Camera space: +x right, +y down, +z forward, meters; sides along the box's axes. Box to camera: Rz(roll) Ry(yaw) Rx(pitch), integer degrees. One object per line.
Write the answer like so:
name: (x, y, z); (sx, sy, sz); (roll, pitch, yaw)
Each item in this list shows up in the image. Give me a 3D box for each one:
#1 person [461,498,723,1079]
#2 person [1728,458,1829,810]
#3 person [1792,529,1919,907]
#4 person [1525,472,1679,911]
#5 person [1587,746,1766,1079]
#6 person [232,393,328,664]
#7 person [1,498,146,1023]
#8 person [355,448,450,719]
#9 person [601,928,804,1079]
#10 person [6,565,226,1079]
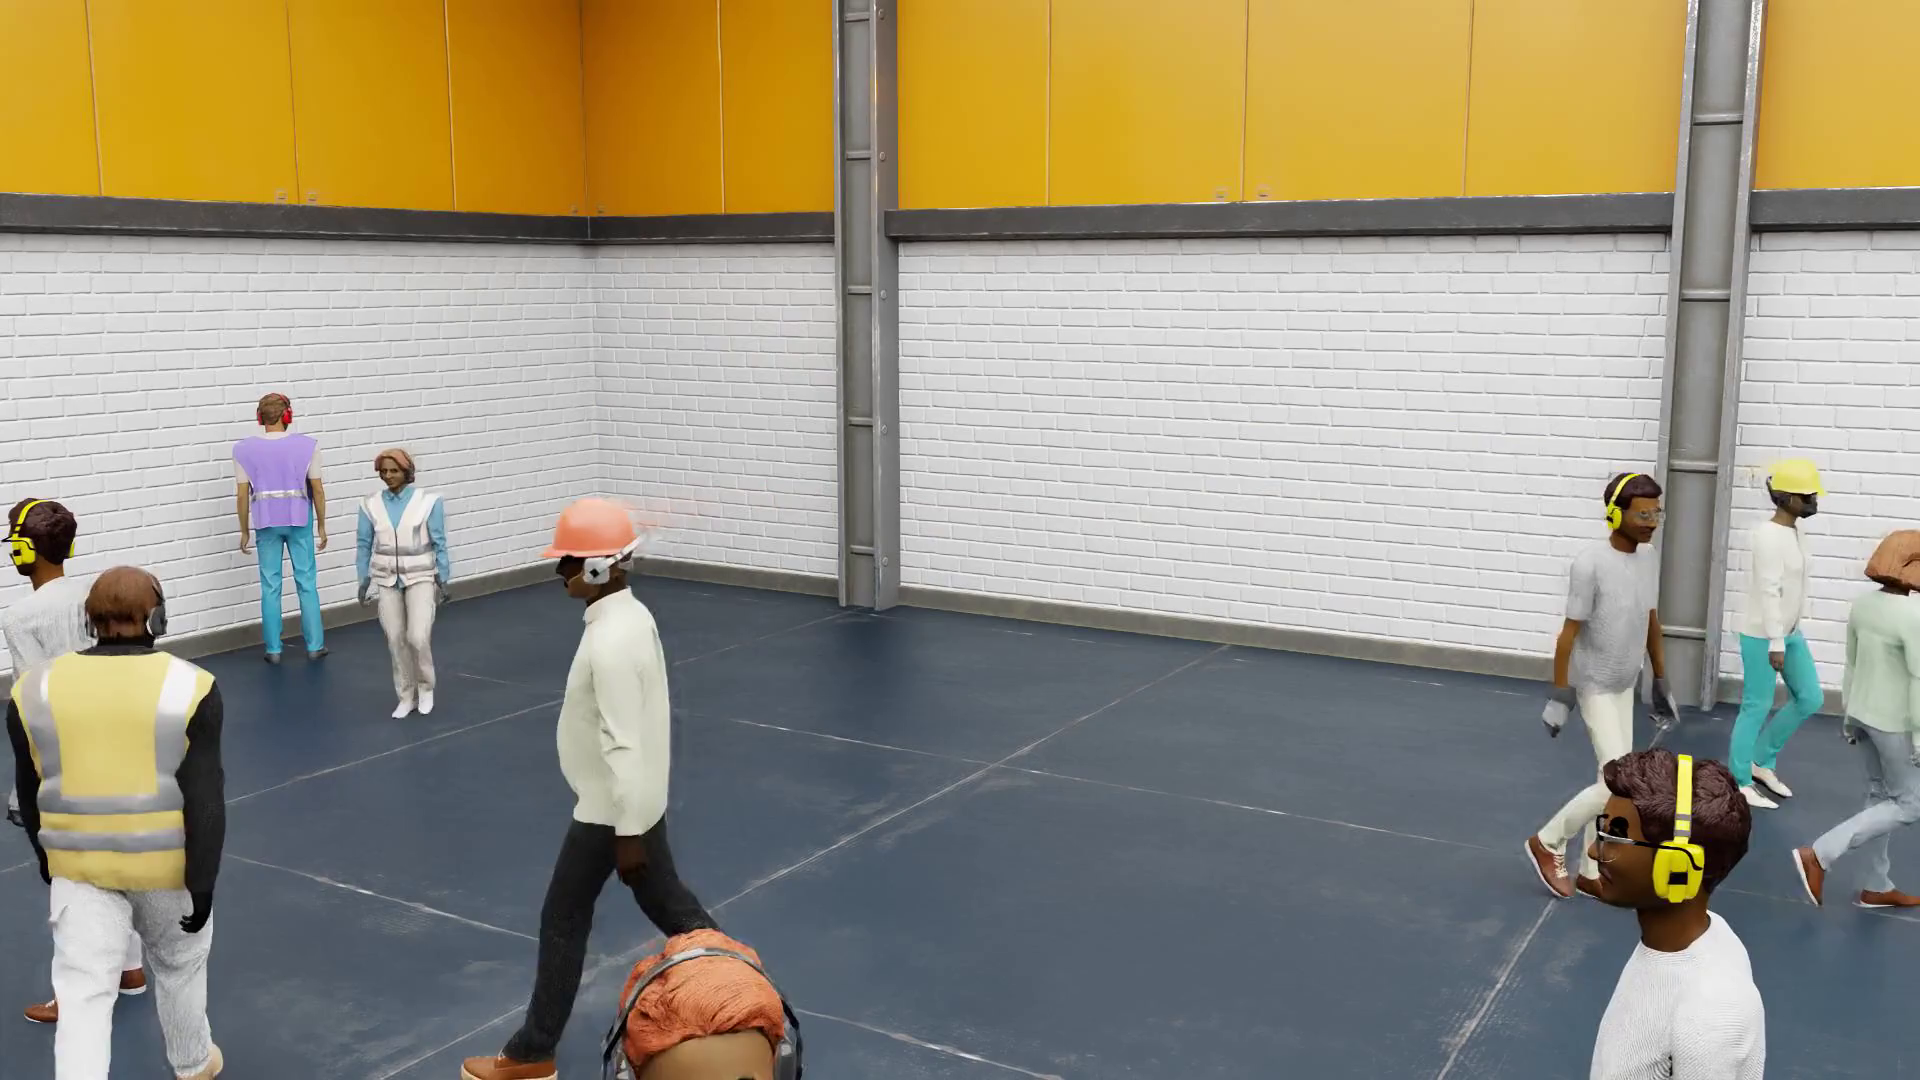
person: (-1.086, 0.820, 5.414); (1.029, 1.948, 0.639); (-1, 9, -4)
person: (4.035, 0.469, 8.211); (0.533, 1.754, 0.411); (-8, 12, -42)
person: (3.744, 0.755, 6.815); (0.528, 1.617, 0.514); (0, 9, 0)
person: (2.696, 0.631, 6.886); (0.548, 1.850, 0.407); (-7, 12, -38)
person: (1.169, 1.266, 2.851); (0.329, 1.873, 0.514); (3, 10, 17)
person: (-4.599, -0.071, 11.292); (0.563, 1.838, 0.390); (-3, 10, -19)
person: (-3.170, 0.779, 5.896); (0.310, 1.868, 0.534); (1, 9, 9)
person: (-3.305, 0.266, 9.854); (0.538, 1.622, 0.386); (0, 9, 2)
person: (-0.290, 1.398, 2.053); (0.611, 1.859, 0.643); (-3, 9, -16)
person: (-2.498, 0.976, 4.957); (0.633, 1.793, 1.006); (-2, 9, -11)
